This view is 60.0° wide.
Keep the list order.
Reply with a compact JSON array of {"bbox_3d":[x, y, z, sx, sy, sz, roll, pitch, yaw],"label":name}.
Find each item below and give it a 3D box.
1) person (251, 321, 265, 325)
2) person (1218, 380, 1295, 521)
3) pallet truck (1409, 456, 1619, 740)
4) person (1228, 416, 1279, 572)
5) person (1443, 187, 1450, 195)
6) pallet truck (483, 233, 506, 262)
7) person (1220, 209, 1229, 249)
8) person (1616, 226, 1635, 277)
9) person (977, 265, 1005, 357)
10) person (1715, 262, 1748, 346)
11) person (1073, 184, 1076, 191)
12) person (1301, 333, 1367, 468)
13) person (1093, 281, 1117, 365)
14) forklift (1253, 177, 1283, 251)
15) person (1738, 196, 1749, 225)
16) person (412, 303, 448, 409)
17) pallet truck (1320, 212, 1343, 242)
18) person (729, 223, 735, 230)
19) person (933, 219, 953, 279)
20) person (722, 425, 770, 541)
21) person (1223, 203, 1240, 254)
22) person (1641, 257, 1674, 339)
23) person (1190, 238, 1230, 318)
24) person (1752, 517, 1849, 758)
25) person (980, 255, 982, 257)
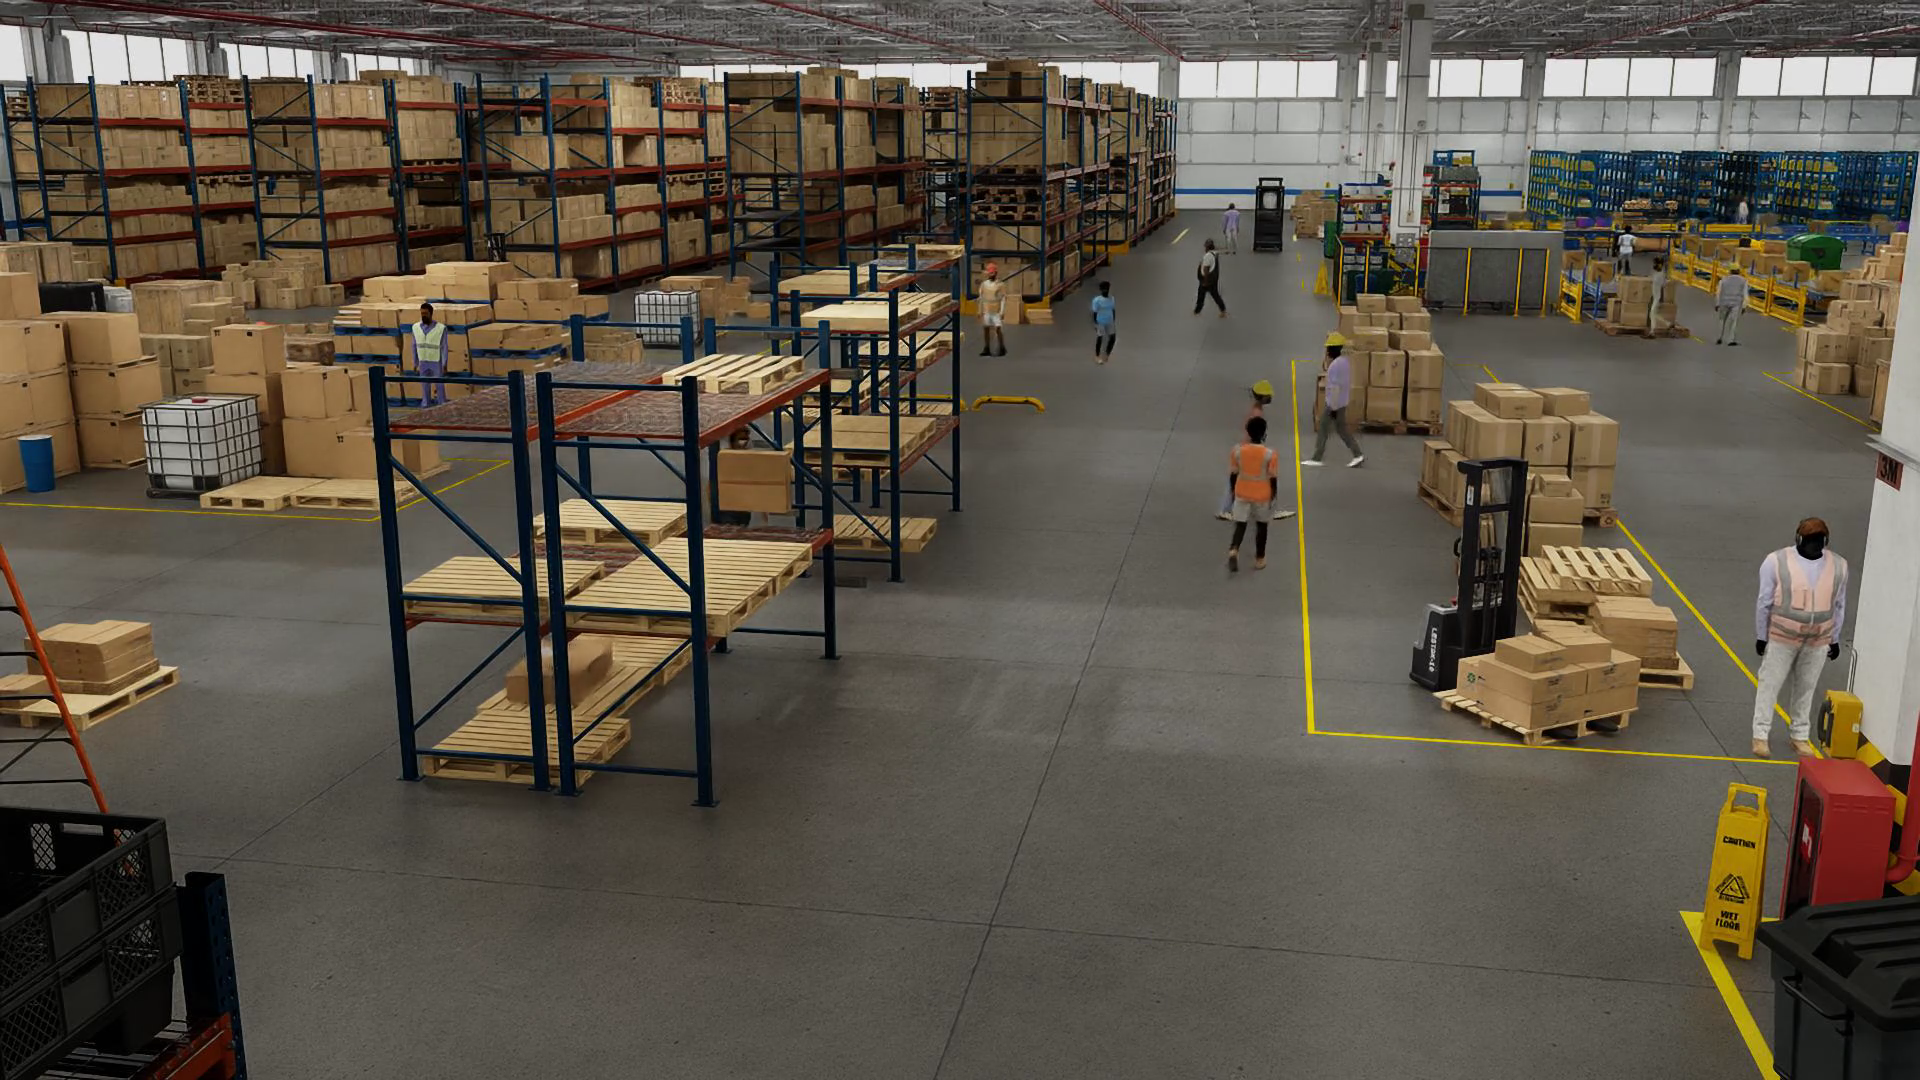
[{"bbox_3d":[-10.205,-2.223,24.236,0.815,1.909,0.556,-7,15,-25],"label":"person"},{"bbox_3d":[3.549,-1.053,19.880,0.922,1.713,0.543,4,14,14],"label":"person"},{"bbox_3d":[4.504,0.400,13.395,0.823,1.965,1.885,-6,15,-23],"label":"pallet truck"},{"bbox_3d":[3.080,-0.465,17.567,0.546,1.679,0.598,6,15,25],"label":"person"},{"bbox_3d":[23.526,-16.154,80.611,0.383,1.996,0.609,-9,16,-32],"label":"person"},{"bbox_3d":[-11.832,-7.026,43.548,1.885,1.965,0.823,8,16,28],"label":"pallet truck"},{"bbox_3d":[10.510,-12.255,65.601,0.500,1.590,0.852,8,16,29],"label":"person"},{"bbox_3d":[21.169,-9.171,52.952,0.548,1.652,0.856,2,14,9],"label":"person"},{"bbox_3d":[0.660,-4.752,34.522,0.629,1.904,0.564,8,16,28],"label":"person"},{"bbox_3d":[16.861,-5.150,36.354,0.619,1.802,0.552,6,15,23],"label":"person"},{"bbox_3d":[5.854,-17.058,84.378,0.404,1.945,0.615,-10,17,-34],"label":"person"},{"bbox_3d":[5.254,-1.933,23.090,0.866,1.895,0.593,7,16,27],"label":"person"},{"bbox_3d":[2.903,-4.334,33.268,0.554,1.675,0.552,-7,16,-27],"label":"person"},{"bbox_3d":[12.083,-12.747,64.956,1.129,2.768,1.873,3,14,10],"label":"forklift"},{"bbox_3d":[33.571,-13.803,71.272,0.424,1.892,0.681,6,15,23],"label":"person"},{"bbox_3d":[-8.513,-2.853,26.766,0.593,1.920,0.391,1,14,5],"label":"person"},{"bbox_3d":[15.874,-13.227,70.310,0.680,1.201,1.601,10,17,35],"label":"pallet truck"},{"bbox_3d":[-9.026,-12.345,65.403,0.919,1.894,0.572,13,19,43],"label":"person"},{"bbox_3d":[-0.522,-9.236,52.819,0.641,1.855,0.991,1,14,5],"label":"person"},{"bbox_3d":[-2.155,-0.262,16.514,0.497,1.796,0.901,-11,18,-39],"label":"person"},{"bbox_3d":[10.286,-11.801,63.051,0.627,1.941,0.371,-2,14,-8],"label":"person"},{"bbox_3d":[15.733,-5.421,37.337,0.625,1.850,0.526,3,14,10],"label":"person"},{"bbox_3d":[6.312,-6.592,41.697,0.958,2.000,0.690,9,17,33],"label":"person"},{"bbox_3d":[6.254,0.726,12.396,0.624,1.845,0.430,2,14,7],"label":"person"},{"bbox_3d":[0.847,-9.278,53.316,0.531,1.693,0.320,-7,16,-28],"label":"person"}]
